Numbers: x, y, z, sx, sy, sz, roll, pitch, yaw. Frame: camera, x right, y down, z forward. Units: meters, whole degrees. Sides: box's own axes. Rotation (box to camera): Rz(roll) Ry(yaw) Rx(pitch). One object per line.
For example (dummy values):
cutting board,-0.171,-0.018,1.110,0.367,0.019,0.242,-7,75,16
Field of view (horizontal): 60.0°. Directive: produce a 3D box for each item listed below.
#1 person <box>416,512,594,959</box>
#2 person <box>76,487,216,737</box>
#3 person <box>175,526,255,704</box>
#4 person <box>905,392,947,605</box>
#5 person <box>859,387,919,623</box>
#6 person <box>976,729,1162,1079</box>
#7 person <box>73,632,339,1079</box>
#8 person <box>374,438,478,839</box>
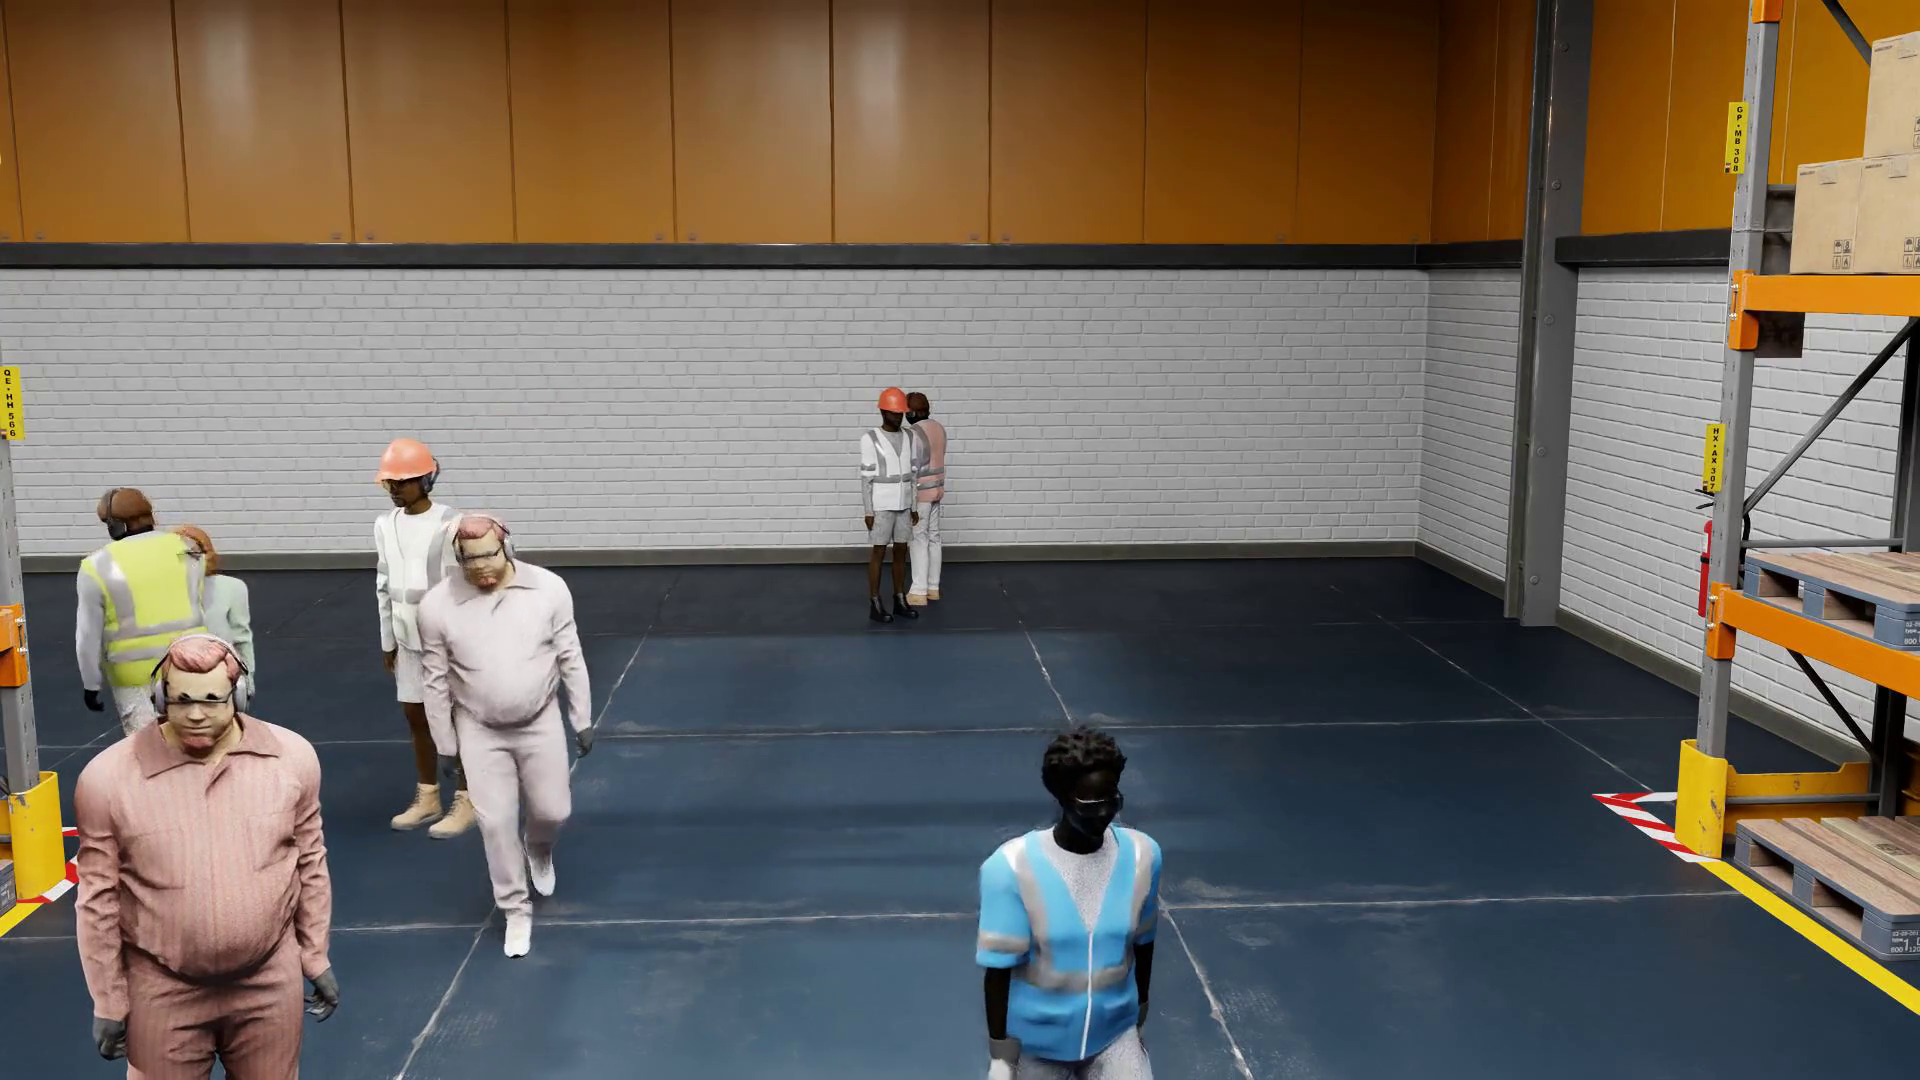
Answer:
person,-1.928,0.783,7.078,0.696,1.874,0.627,-3,10,-19
person,-3.922,0.645,8.092,0.430,1.819,0.653,8,12,42
person,-3.729,0.743,8.166,0.514,1.606,0.748,-4,10,-24
person,-0.358,-0.356,14.337,0.430,1.839,0.619,4,10,25
person,-0.551,-0.288,13.633,0.539,1.929,0.383,-7,11,-37
person,0.307,1.320,4.324,0.551,1.676,0.672,-3,9,-17
person,-1.999,1.183,4.474,0.636,1.902,0.406,-6,11,-34
person,-2.710,0.498,8.388,0.603,2.034,0.429,4,10,24
